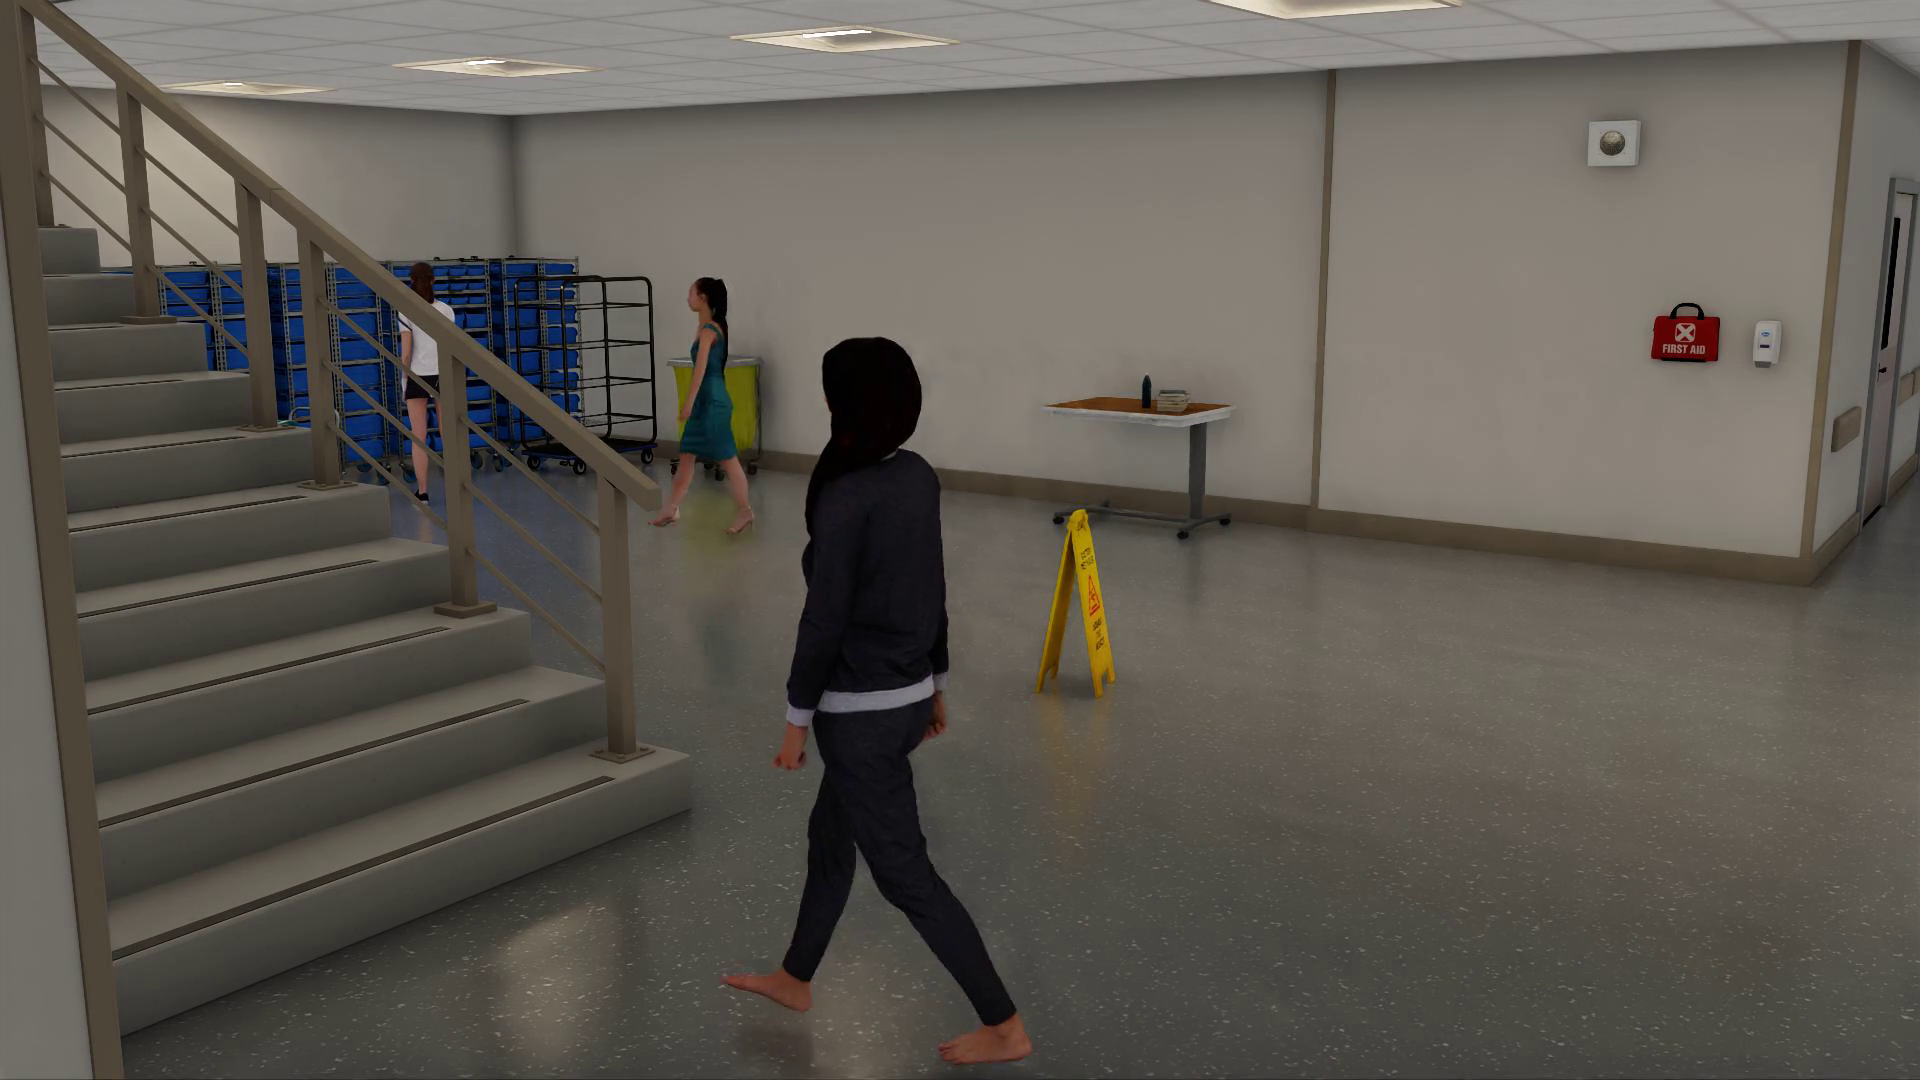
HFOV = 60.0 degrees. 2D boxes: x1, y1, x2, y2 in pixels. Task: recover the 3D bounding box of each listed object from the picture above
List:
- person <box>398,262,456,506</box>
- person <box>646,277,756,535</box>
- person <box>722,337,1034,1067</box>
[{"bbox_3d":[-3.858,-1.138,12.098,0.665,1.752,0.689,-6,12,-27],"label":"person"},{"bbox_3d":[-1.521,-0.829,10.731,0.978,1.655,0.942,-3,11,-15],"label":"person"},{"bbox_3d":[-0.127,0.425,3.930,1.168,1.726,0.768,5,12,24],"label":"person"}]
